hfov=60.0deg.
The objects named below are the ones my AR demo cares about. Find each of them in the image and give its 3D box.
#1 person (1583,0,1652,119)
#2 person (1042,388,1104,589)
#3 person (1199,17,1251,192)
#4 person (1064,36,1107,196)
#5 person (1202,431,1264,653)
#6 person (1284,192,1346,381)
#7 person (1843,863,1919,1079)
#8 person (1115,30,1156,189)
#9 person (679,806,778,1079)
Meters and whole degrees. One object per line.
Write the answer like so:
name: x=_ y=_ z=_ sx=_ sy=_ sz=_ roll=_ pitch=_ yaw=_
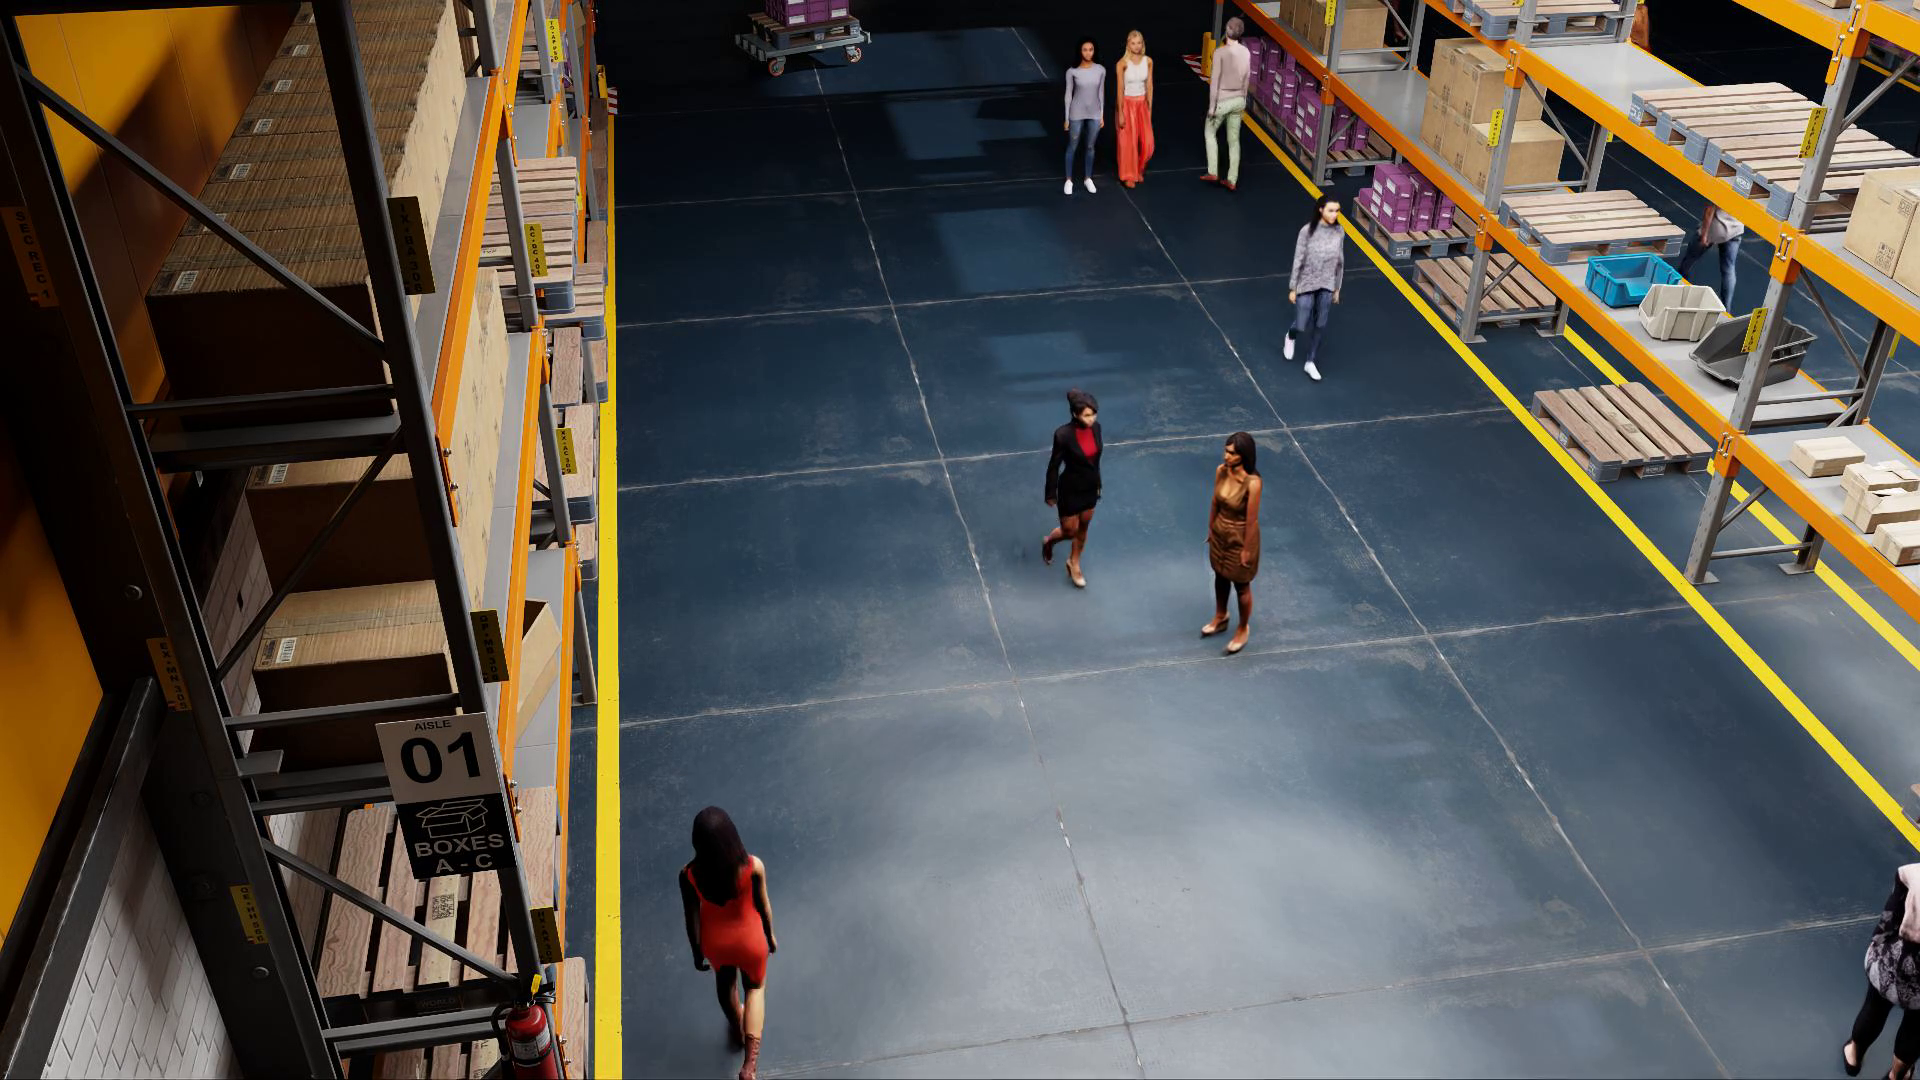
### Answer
person: x=8.071 y=-5.848 z=20.114 sx=0.848 sy=1.697 sz=0.804 roll=1 pitch=34 yaw=2
person: x=0.788 y=-0.374 z=11.943 sx=0.721 sy=1.627 sz=0.806 roll=-21 pitch=39 yaw=-28
person: x=2.976 y=-4.768 z=18.359 sx=0.741 sy=1.842 sz=0.792 roll=-12 pitch=36 yaw=-18
person: x=1.368 y=-4.679 z=18.323 sx=0.596 sy=1.734 sz=0.509 roll=-6 pitch=34 yaw=-9
person: x=1.875 y=0.003 z=11.323 sx=0.699 sy=1.684 sz=0.589 roll=-23 pitch=40 yaw=-30
person: x=3.114 y=-2.278 z=14.725 sx=0.627 sy=1.718 sz=0.722 roll=-6 pitch=34 yaw=-9
person: x=4.753 y=2.082 z=8.241 sx=0.748 sy=1.635 sz=0.809 roll=22 pitch=39 yaw=29
person: x=1.857 y=-4.780 z=18.429 sx=0.665 sy=1.784 sz=0.811 roll=-11 pitch=35 yaw=-16
person: x=-1.116 y=2.050 z=8.228 sx=0.629 sy=1.702 sz=0.946 roll=-4 pitch=34 yaw=-5
